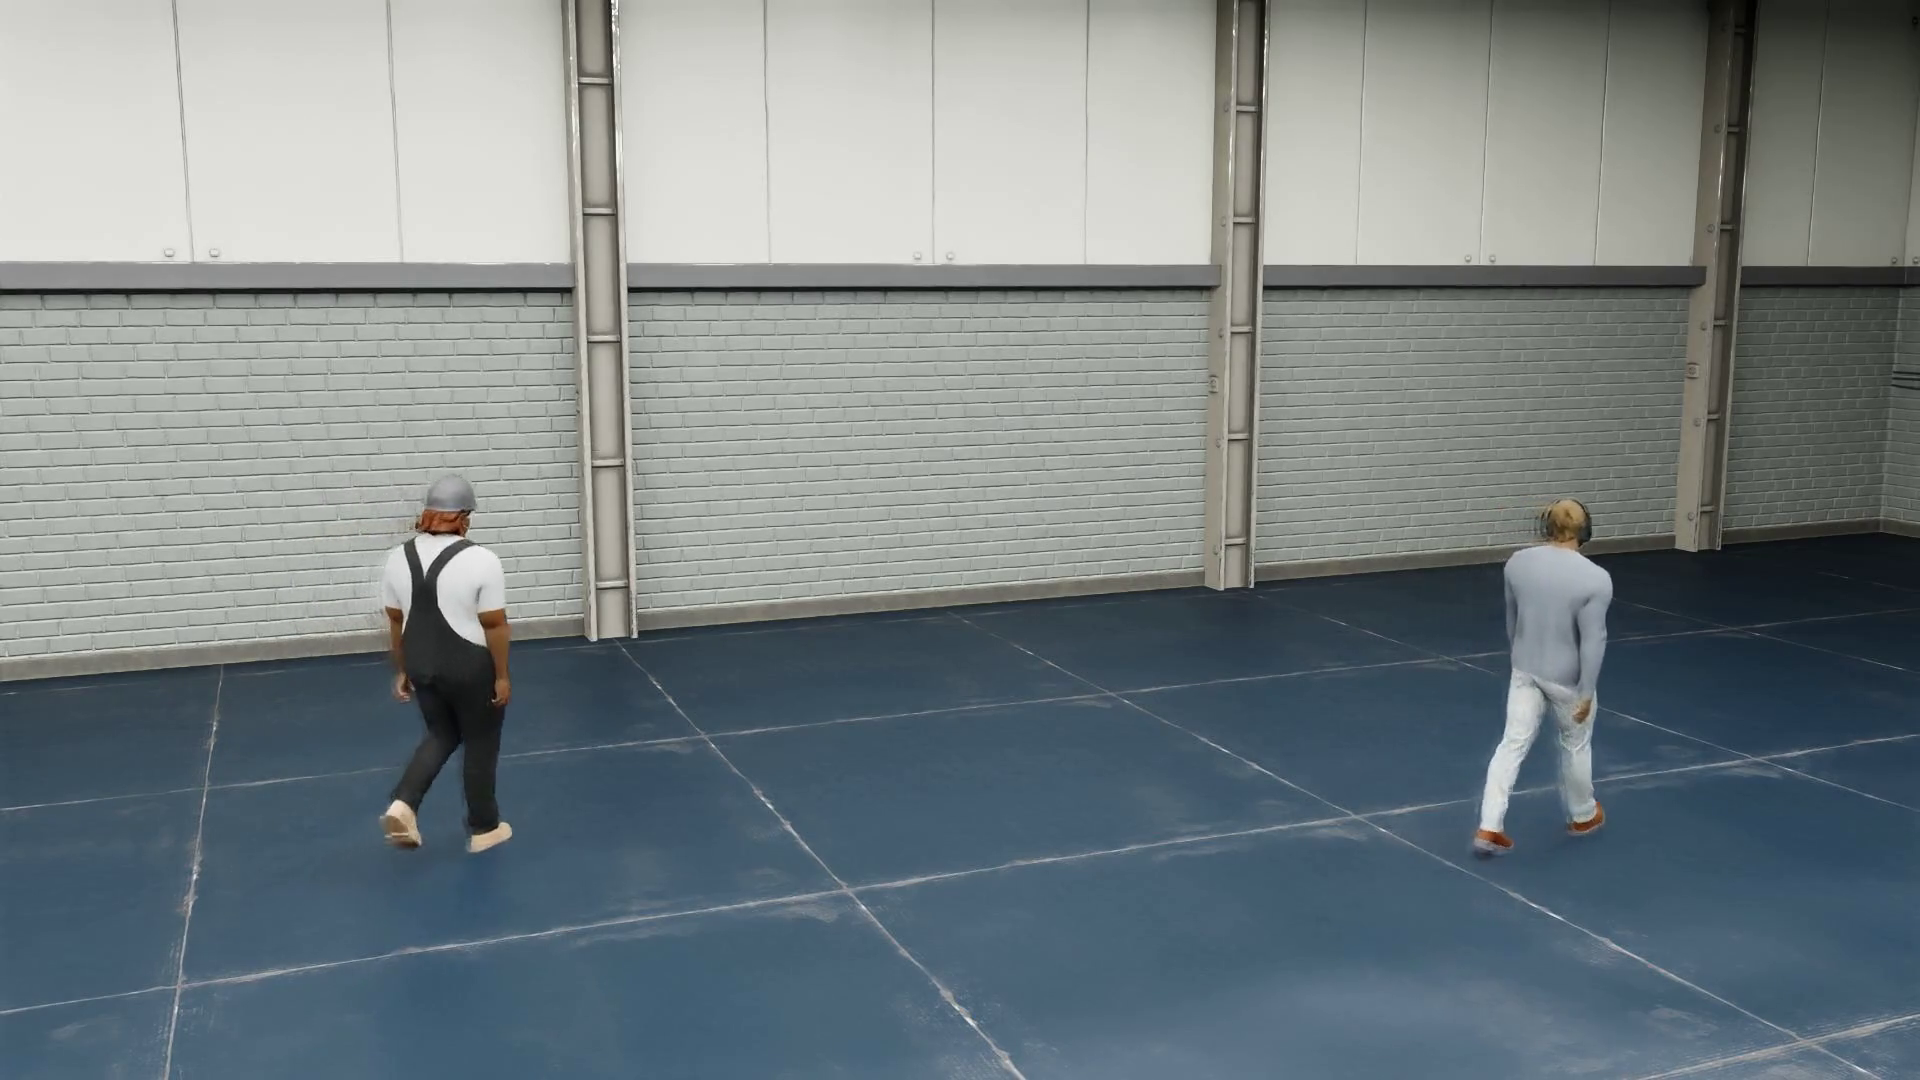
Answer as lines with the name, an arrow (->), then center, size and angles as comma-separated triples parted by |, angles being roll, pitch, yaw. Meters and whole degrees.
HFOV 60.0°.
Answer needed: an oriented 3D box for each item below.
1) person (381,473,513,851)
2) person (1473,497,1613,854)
person -> -2.642, 0.647, 8.657 | 0.691, 2.000, 0.683 | 4, 10, 21
person -> 3.105, 0.712, 8.764 | 1.042, 1.895, 0.647 | -8, 12, -41
